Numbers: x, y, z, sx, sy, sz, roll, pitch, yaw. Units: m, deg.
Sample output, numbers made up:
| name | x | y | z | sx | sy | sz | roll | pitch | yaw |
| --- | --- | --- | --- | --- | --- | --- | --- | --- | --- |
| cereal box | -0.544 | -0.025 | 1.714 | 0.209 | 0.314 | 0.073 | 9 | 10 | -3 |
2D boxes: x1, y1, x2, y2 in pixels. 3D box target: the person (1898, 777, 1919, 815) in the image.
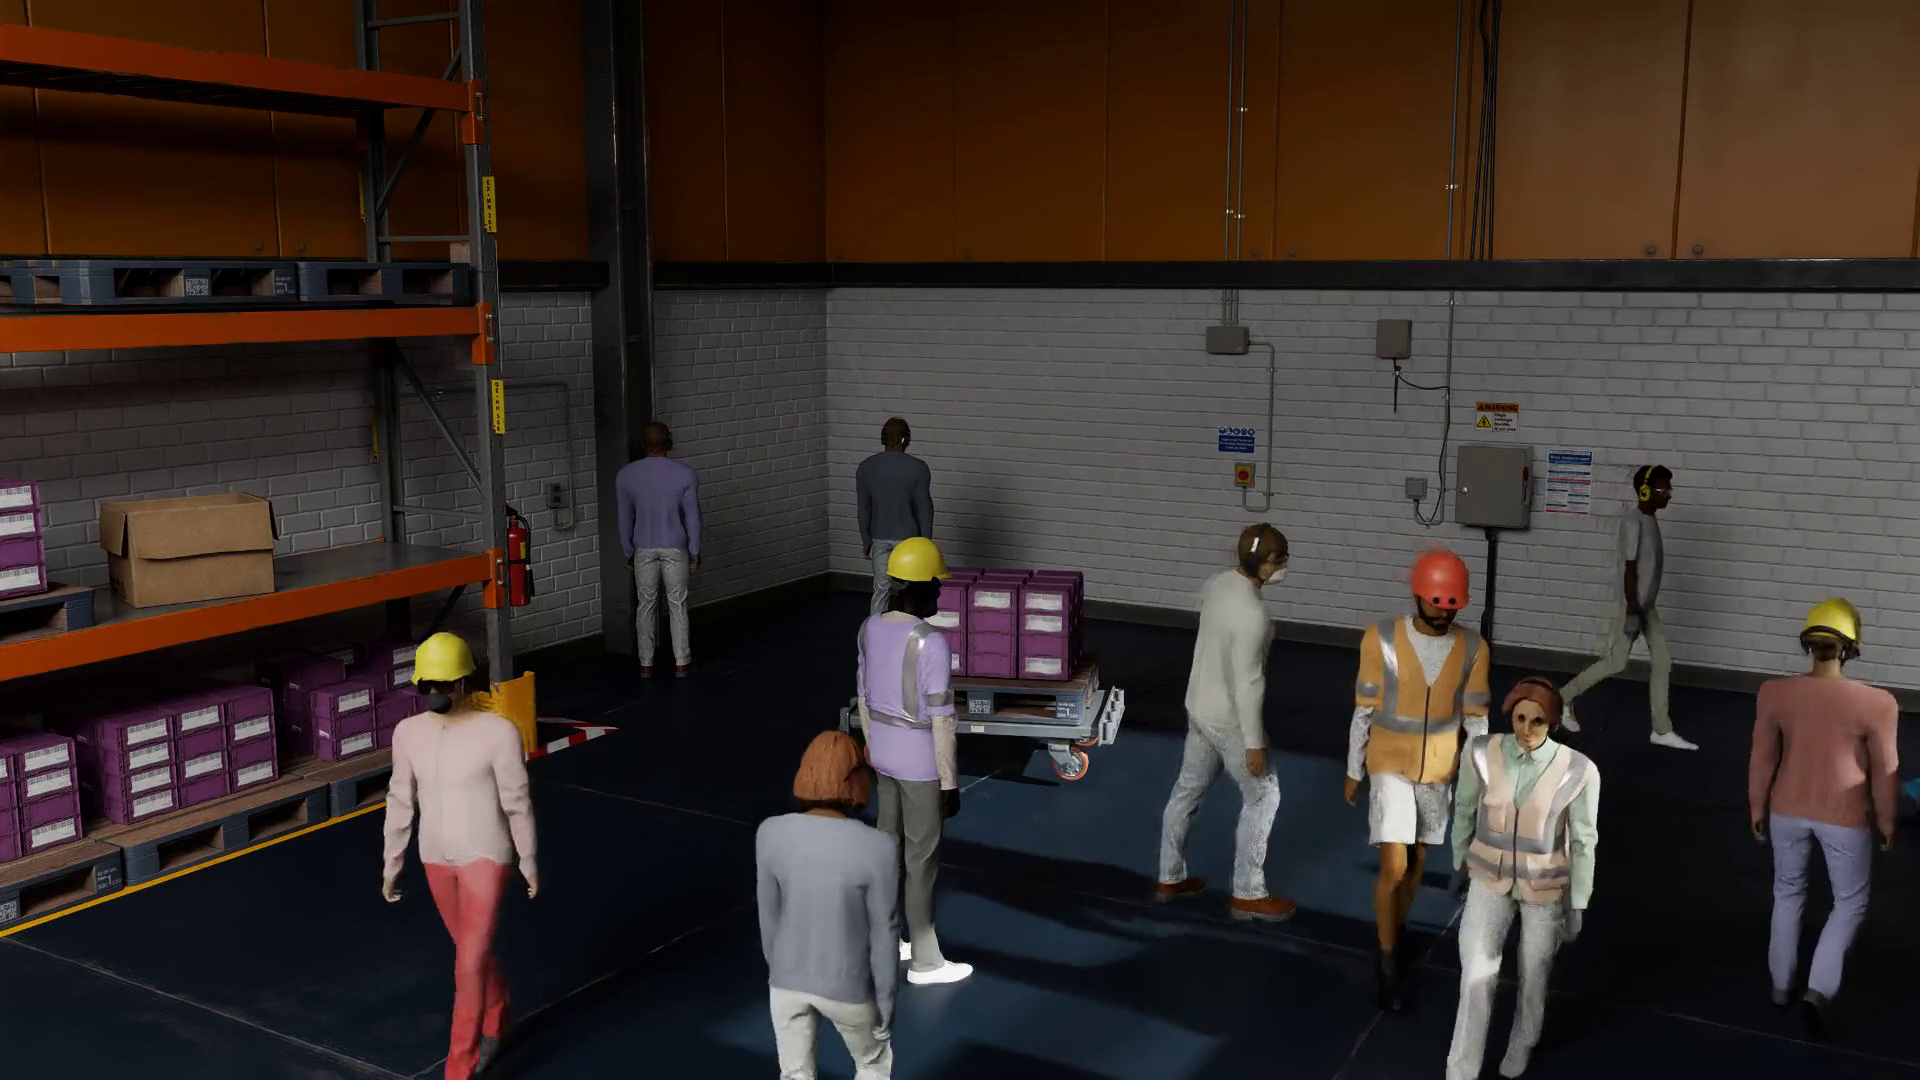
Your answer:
| name | x | y | z | sx | sy | sz | roll | pitch | yaw |
| --- | --- | --- | --- | --- | --- | --- | --- | --- | --- |
| person | 5.477 | 0.713 | 8.950 | 0.954 | 1.786 | 0.594 | 7 | 11 | 36 |

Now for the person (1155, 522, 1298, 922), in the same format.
| name | x | y | z | sx | sy | sz | roll | pitch | yaw |
| --- | --- | --- | --- | --- | --- | --- | --- | --- | --- |
| person | 1.289 | 0.846 | 7.815 | 0.727 | 1.894 | 0.711 | -1 | 9 | -9 |

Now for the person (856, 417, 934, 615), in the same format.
| name | x | y | z | sx | sy | sz | roll | pitch | yaw |
| --- | --- | --- | --- | --- | --- | --- | --- | --- | --- |
| person | -0.491 | 0.017 | 12.843 | 0.627 | 1.936 | 0.372 | 4 | 10 | 22 |

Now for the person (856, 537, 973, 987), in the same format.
| name | x | y | z | sx | sy | sz | roll | pitch | yaw |
| --- | --- | --- | --- | --- | --- | --- | --- | --- | --- |
| person | -0.198 | 0.939 | 7.113 | 0.366 | 1.926 | 0.592 | -8 | 12 | -40 |

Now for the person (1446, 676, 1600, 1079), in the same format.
| name | x | y | z | sx | sy | sz | roll | pitch | yaw |
| --- | --- | --- | --- | --- | --- | --- | --- | --- | --- |
| person | 2.001 | 1.278 | 5.998 | 0.528 | 1.589 | 0.864 | 5 | 10 | 28 |

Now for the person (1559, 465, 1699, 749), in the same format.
| name | x | y | z | sx | sy | sz | roll | pitch | yaw |
| --- | --- | --- | --- | --- | --- | --- | --- | --- | --- |
| person | 4.299 | 0.412 | 10.739 | 0.915 | 1.836 | 0.546 | 7 | 11 | 37 |

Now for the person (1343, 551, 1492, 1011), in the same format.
| name | x | y | z | sx | sy | sz | roll | pitch | yaw |
| --- | --- | --- | --- | --- | --- | --- | --- | --- | --- |
| person | 1.920 | 0.988 | 6.900 | 0.569 | 1.895 | 0.853 | 0 | 9 | 0 |

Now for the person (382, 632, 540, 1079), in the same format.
| name | x | y | z | sx | sy | sz | roll | pitch | yaw |
| --- | --- | --- | --- | --- | --- | --- | --- | --- | --- |
| person | -1.869 | 1.201 | 6.039 | 0.553 | 1.730 | 0.827 | 3 | 9 | 17 |

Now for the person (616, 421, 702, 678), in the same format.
| name | x | y | z | sx | sy | sz | roll | pitch | yaw |
| --- | --- | --- | --- | --- | --- | --- | --- | --- | --- |
| person | -2.243 | 0.074 | 12.477 | 0.630 | 1.940 | 0.372 | 0 | 9 | 0 |

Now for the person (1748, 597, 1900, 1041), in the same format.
| name | x | y | z | sx | sy | sz | roll | pitch | yaw |
| --- | --- | --- | --- | --- | --- | --- | --- | --- | --- |
| person | 3.420 | 1.104 | 6.640 | 0.545 | 1.751 | 0.581 | 9 | 13 | 44 |

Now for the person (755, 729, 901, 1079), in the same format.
| name | x | y | z | sx | sy | sz | roll | pitch | yaw |
| --- | --- | --- | --- | --- | --- | --- | --- | --- | --- |
| person | -0.420 | 1.404 | 5.197 | 0.508 | 1.610 | 0.415 | 3 | 9 | 16 |
